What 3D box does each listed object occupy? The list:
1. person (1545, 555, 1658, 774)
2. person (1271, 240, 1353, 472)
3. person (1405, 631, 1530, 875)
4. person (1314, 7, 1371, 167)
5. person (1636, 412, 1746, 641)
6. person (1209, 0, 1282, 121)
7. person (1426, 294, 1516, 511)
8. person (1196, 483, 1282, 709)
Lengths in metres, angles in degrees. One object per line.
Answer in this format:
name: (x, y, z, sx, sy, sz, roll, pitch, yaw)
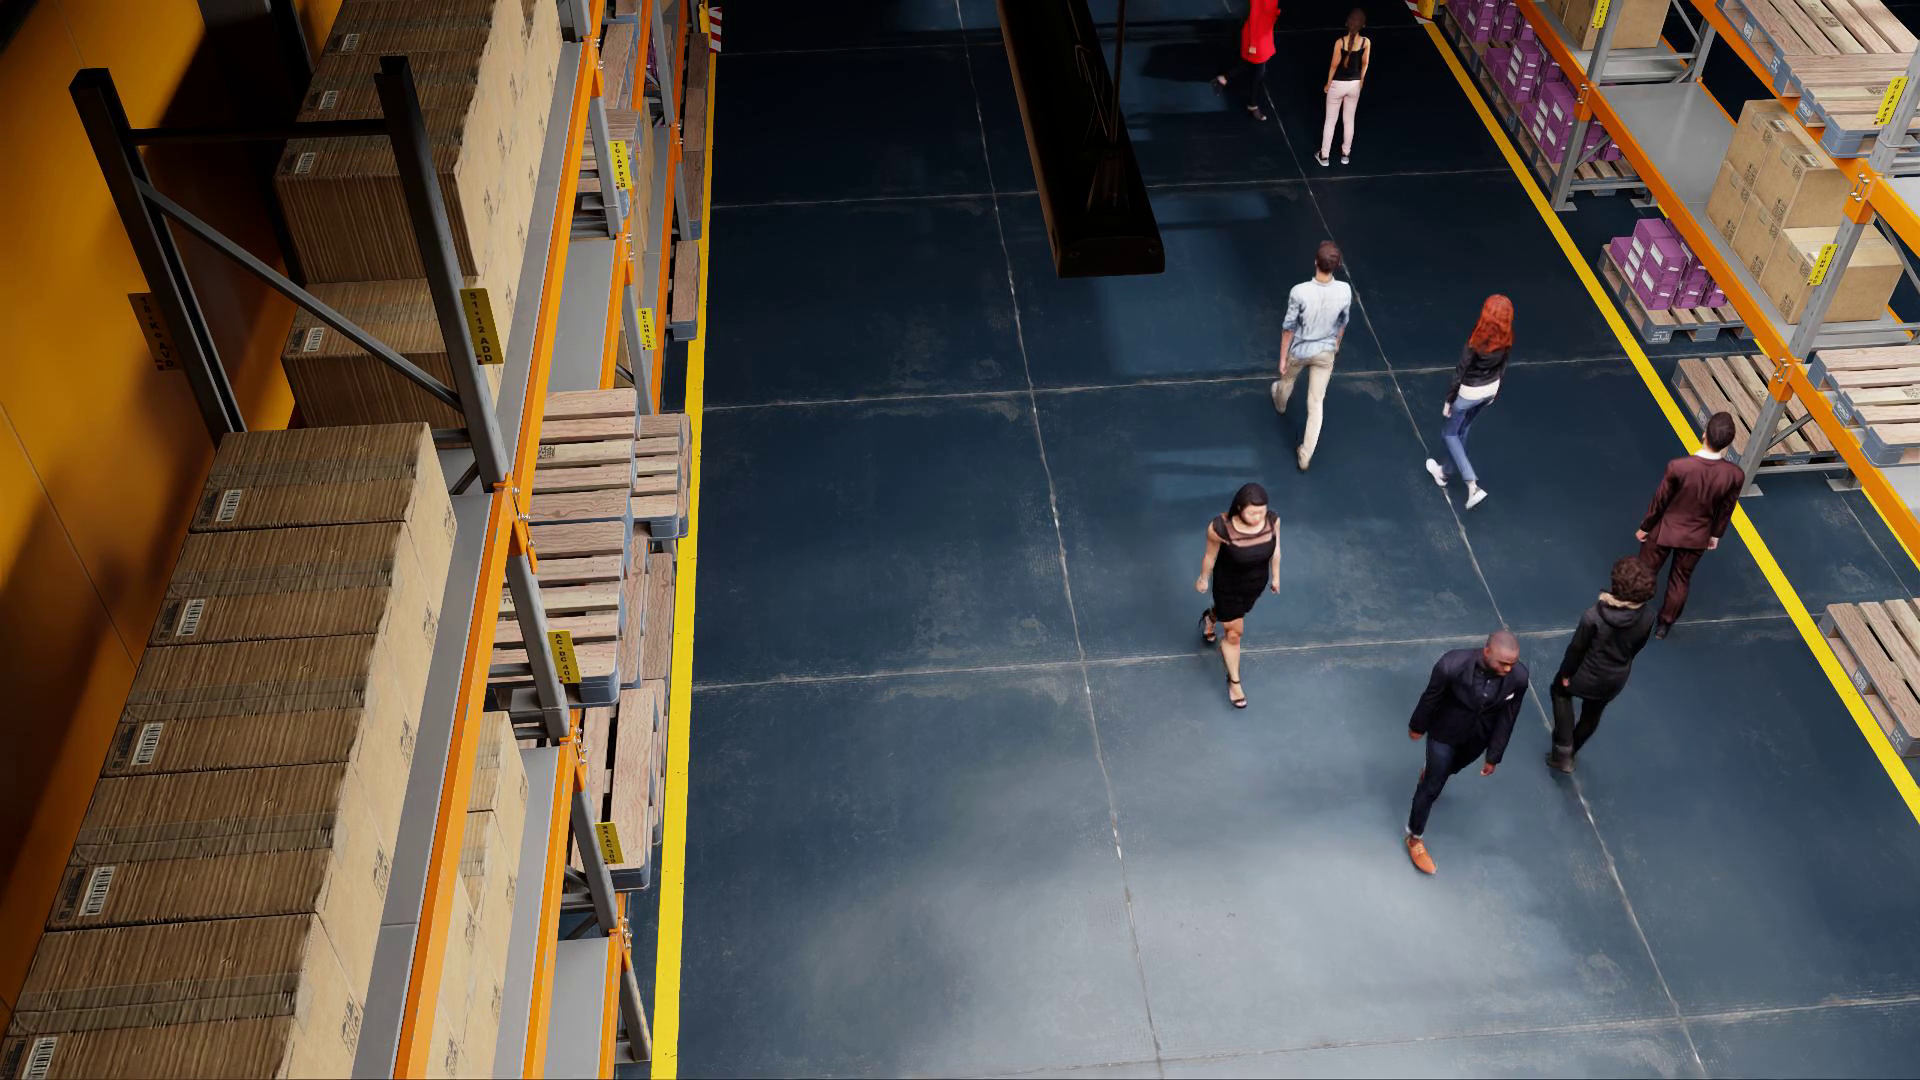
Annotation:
person: (3.911, 0.838, 10.152, 0.673, 1.765, 0.742, 2, 44, 2)
person: (2.626, -1.328, 12.397, 0.744, 1.804, 1.183, 0, 44, 0)
person: (2.971, 1.088, 9.883, 0.808, 1.775, 1.109, 4, 44, 4)
person: (3.623, -4.269, 15.659, 0.522, 1.565, 0.489, -4, 44, -4)
person: (4.779, -0.069, 11.033, 0.744, 1.864, 0.669, 6, 44, 7)
person: (2.822, -4.922, 16.223, 0.879, 1.731, 0.902, 14, 45, 14)
person: (3.753, -0.964, 12.042, 0.742, 1.768, 1.055, -14, 45, -14)
person: (1.774, 0.228, 10.858, 0.828, 1.675, 1.103, -13, 45, -13)
